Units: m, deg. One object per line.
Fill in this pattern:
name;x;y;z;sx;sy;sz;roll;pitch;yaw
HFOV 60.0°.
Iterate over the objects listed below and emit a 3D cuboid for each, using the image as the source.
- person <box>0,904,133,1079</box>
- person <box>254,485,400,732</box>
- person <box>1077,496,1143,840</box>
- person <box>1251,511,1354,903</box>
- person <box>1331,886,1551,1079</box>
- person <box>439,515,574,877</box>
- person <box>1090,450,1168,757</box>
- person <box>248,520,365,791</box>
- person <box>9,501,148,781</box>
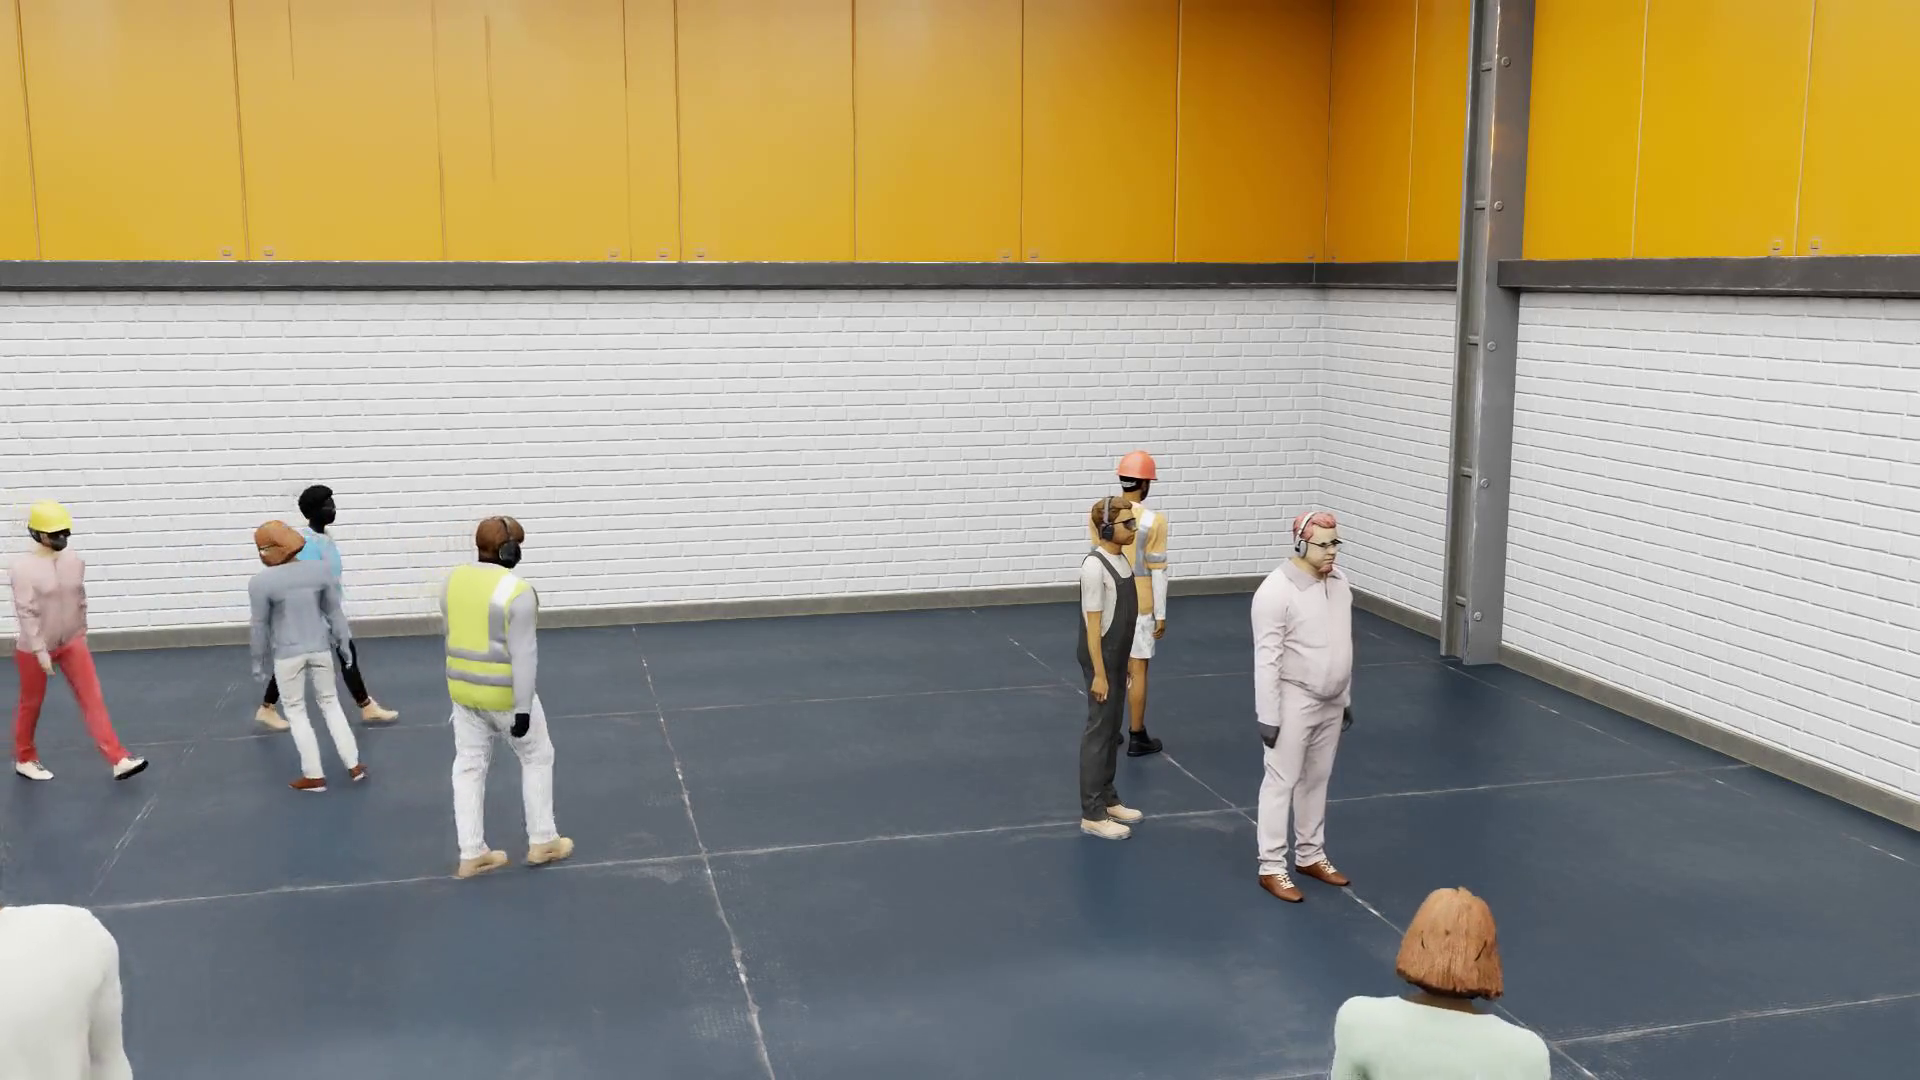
person;-2.187;1.495;3.665;0.767;1.912;0.652;3;10;18
person;-4.275;0.452;11.023;0.905;1.649;0.544;-1;9;-5
person;0.816;0.677;9.003;0.345;1.847;0.506;4;10;21
person;1.696;0.798;8.093;0.639;1.900;0.403;-8;12;-40
person;1.092;1.618;3.879;0.498;1.606;0.715;3;10;17
person;-2.312;0.775;8.479;0.643;1.816;0.709;4;10;26
person;1.081;0.398;10.489;0.538;1.929;0.382;6;11;34
person;-3.868;0.675;9.746;0.406;1.605;0.542;8;12;42
person;-5.281;0.619;9.780;0.962;1.705;0.548;4;10;23
